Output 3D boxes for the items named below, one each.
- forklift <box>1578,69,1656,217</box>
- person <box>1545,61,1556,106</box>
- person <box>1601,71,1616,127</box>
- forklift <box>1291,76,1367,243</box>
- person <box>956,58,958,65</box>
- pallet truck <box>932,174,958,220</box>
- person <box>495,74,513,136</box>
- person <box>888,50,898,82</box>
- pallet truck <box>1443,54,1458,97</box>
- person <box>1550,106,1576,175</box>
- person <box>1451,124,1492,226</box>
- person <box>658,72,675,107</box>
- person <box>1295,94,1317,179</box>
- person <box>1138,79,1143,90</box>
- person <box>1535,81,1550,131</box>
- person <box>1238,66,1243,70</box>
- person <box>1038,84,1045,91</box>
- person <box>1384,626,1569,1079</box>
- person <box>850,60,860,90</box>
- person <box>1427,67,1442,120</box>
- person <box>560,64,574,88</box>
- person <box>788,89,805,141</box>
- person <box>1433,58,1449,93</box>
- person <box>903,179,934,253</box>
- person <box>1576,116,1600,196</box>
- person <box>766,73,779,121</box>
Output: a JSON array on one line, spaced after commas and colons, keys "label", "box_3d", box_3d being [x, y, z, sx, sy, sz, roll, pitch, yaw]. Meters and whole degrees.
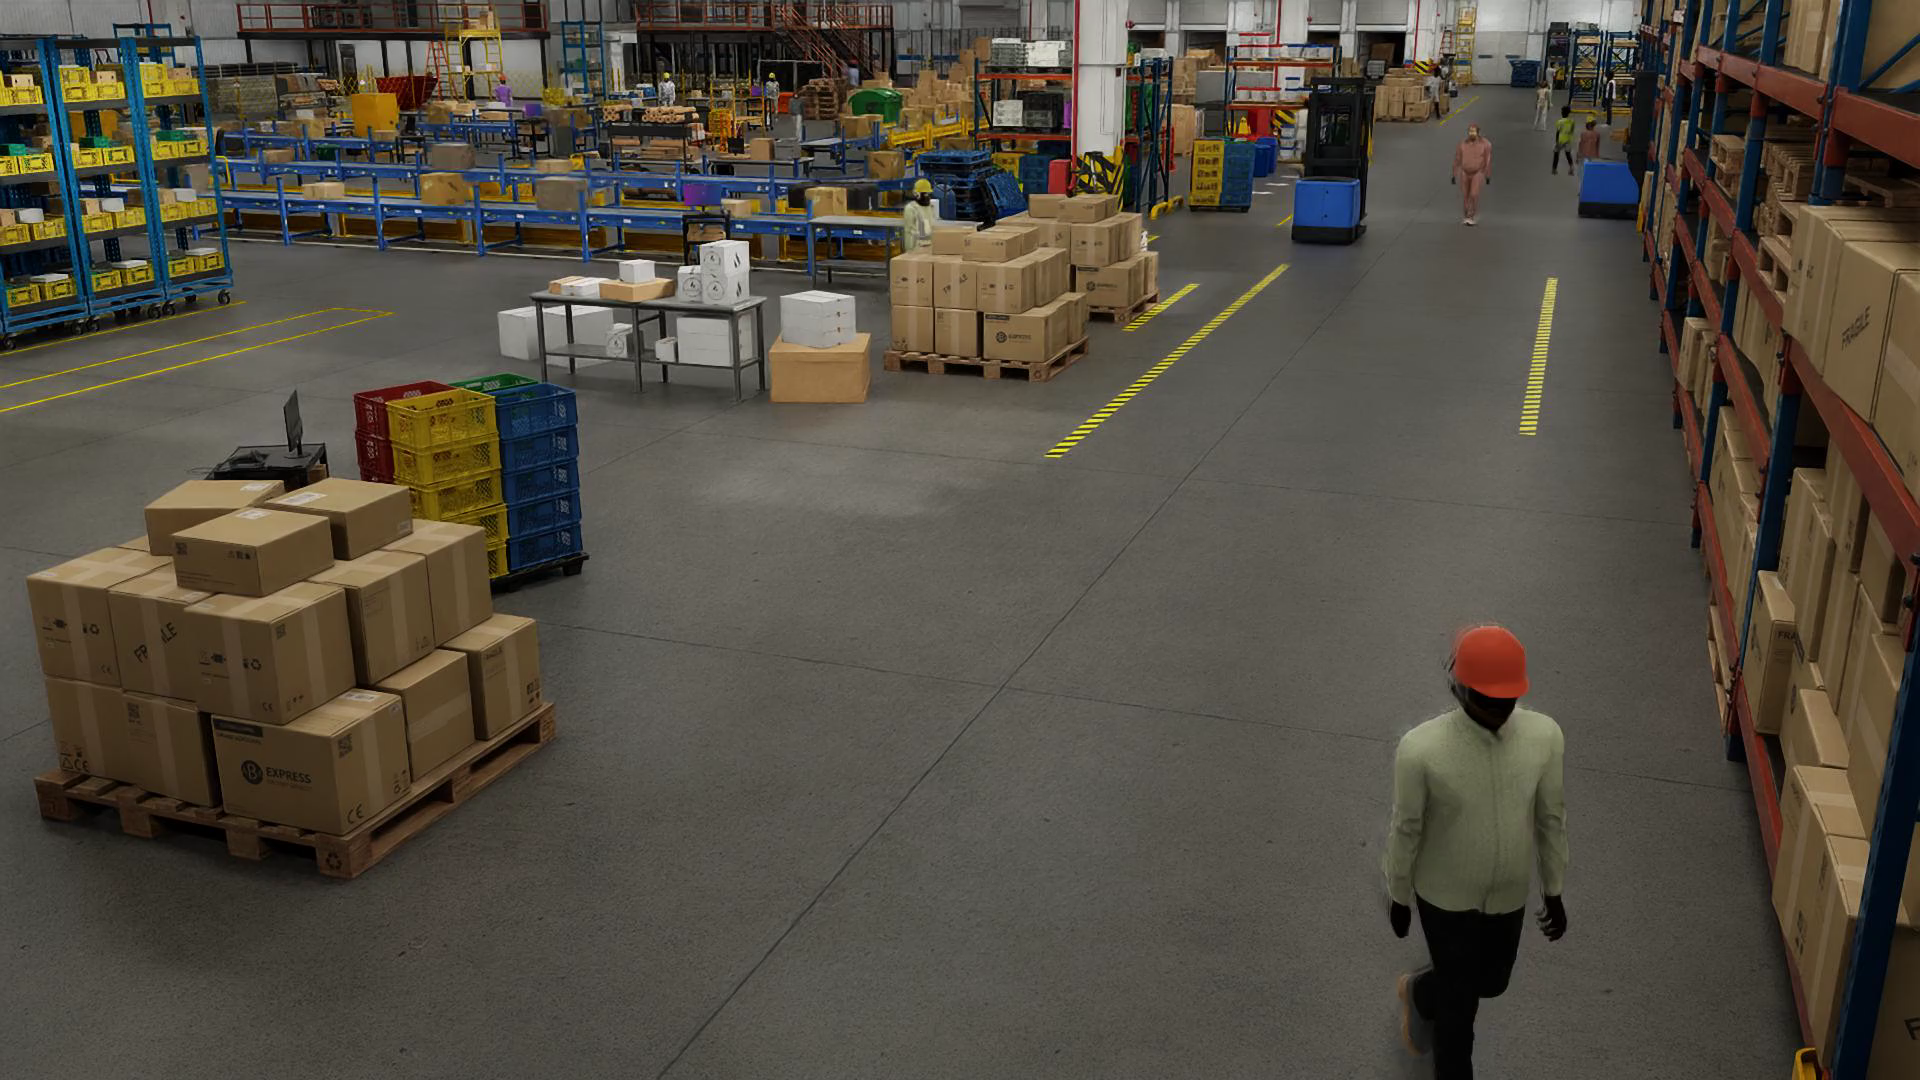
[{"label": "forklift", "box_3d": [13.219, -7.740, 32.475, 1.873, 2.768, 1.129, 6, 19, 18]}, {"label": "person", "box_3d": [25.246, -19.526, 71.176, 0.333, 1.858, 0.522, -11, 21, -31]}, {"label": "person", "box_3d": [22.787, -15.460, 58.298, 0.369, 1.915, 0.597, 6, 19, 19]}, {"label": "forklift", "box_3d": [6.598, -6.755, 29.381, 1.129, 2.768, 1.873, 6, 19, 19]}, {"label": "person", "box_3d": [0.096, -24.927, 88.099, 0.626, 1.871, 0.955, 3, 18, 9]}, {"label": "pallet truck", "box_3d": [-0.507, -5.292, 27.348, 0.653, 1.274, 1.630, 6, 19, 19]}, {"label": "person", "box_3d": [-14.807, -14.149, 54.138, 0.551, 1.940, 0.351, 2, 18, 6]}, {"label": "person", "box_3d": [-3.911, -27.082, 95.006, 1.012, 1.785, 0.512, 17, 24, 42]}, {"label": "pallet truck", "box_3d": [22.765, -21.886, 78.355, 0.823, 1.965, 1.885, -4, 18, -14]}, {"label": "person", "box_3d": [14.995, -9.884, 41.172, 0.534, 1.670, 0.768, -3, 18, -8]}, {"label": "person", "box_3d": [9.601, -6.870, 31.366, 0.681, 1.869, 0.894, 11, 21, 32]}, {"label": "person", "box_3d": [-10.448, -15.742, 59.341, 0.595, 1.824, 0.404, -8, 19, -23]}, {"label": "person", "box_3d": [8.291, -9.696, 40.041, 0.628, 2.011, 0.673, 15, 23, 39]}, {"label": "person", "box_3d": [8.622, -21.770, 78.238, 0.952, 1.836, 0.598, 14, 22, 37]}, {"label": "person", "box_3d": [19.767, -14.724, 56.436, 0.311, 1.639, 0.514, -16, 24, -41]}, {"label": "person", "box_3d": [12.647, -20.784, 75.069, 0.597, 1.903, 0.589, 2, 18, 6]}, {"label": "person", "box_3d": [2.327, -12.491, 49.093, 0.633, 1.857, 1.037, 9, 20, 27]}, {"label": "person", "box_3d": [1.793, 1.190, 5.912, 0.616, 1.966, 0.887, -4, 18, -12]}, {"label": "person", "box_3d": [-4.454, -19.651, 71.471, 0.738, 1.909, 0.548, 13, 22, 36]}, {"label": "person", "box_3d": [17.707, -16.671, 62.112, 0.611, 1.908, 1.024, -3, 18, -10]}, {"label": "person", "box_3d": [-15.260, -17.485, 64.570, 0.604, 1.969, 0.649, 13, 22, 34]}, {"label": "person", "box_3d": [-5.045, -13.196, 51.684, 0.498, 1.603, 0.770, 5, 18, 15]}, {"label": "person", "box_3d": [20.598, -19.566, 70.995, 0.852, 2.000, 0.714, -16, 24, -42]}, {"label": "person", "box_3d": [-0.503, -3.841, 21.939, 0.425, 1.821, 0.617, 10, 20, 27]}, {"label": "person", "box_3d": [13.680, -8.322, 36.133, 0.544, 1.745, 0.534, -7, 19, -21]}, {"label": "person", "box_3d": [-6.895, -16.304, 61.244, 0.483, 1.736, 0.311, -1, 18, -4]}]
